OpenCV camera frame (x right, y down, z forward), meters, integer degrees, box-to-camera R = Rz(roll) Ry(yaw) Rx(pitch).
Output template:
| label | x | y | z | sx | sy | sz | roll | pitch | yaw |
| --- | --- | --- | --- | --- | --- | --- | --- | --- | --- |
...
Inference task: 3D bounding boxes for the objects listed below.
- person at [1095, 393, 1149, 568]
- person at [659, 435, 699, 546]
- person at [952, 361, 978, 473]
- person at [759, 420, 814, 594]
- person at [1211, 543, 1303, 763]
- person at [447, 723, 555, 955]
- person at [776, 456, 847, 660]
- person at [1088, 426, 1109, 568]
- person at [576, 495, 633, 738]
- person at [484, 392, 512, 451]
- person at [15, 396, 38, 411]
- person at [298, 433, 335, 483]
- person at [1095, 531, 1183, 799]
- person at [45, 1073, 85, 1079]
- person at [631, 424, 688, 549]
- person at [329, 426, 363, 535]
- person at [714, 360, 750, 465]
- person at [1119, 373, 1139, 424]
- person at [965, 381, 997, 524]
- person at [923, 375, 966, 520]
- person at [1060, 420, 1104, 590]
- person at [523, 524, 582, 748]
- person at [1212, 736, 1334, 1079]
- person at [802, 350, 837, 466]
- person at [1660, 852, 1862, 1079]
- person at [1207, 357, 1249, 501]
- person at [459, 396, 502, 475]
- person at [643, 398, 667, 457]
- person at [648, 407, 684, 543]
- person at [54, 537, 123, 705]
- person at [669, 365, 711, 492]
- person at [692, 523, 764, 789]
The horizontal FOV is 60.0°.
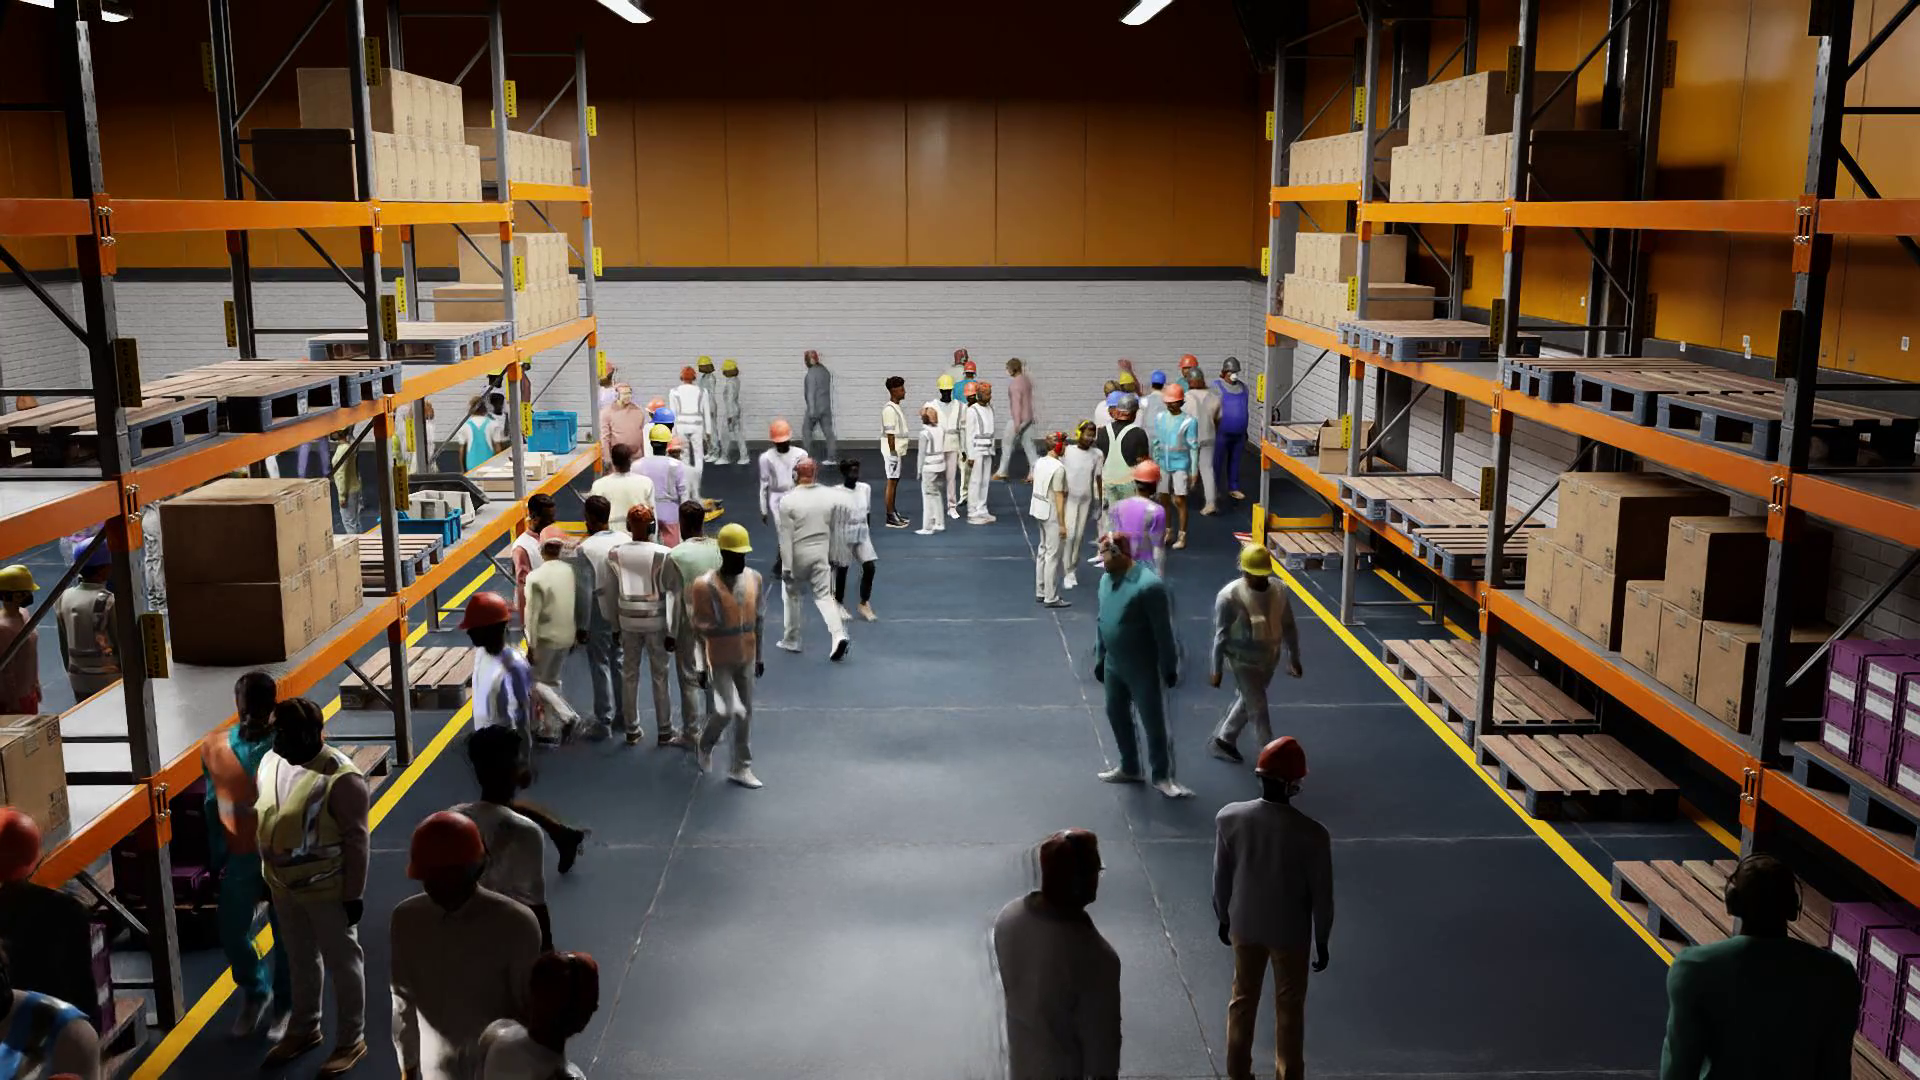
| label | x | y | z | sx | sy | sz | roll | pitch | yaw |
| --- | --- | --- | --- | --- | --- | --- | --- | --- | --- |
| person | 1.907 | -0.661 | 18.947 | 0.683 | 2.000 | 0.537 | 9 | 14 | 38 |
| person | -3.024 | -0.249 | 17.682 | 0.573 | 1.724 | 0.604 | -9 | 14 | -38 |
| person | 0.162 | -1.920 | 25.966 | 0.573 | 1.755 | 0.319 | 3 | 12 | 16 |
| person | -1.885 | -0.400 | 18.081 | 0.627 | 1.878 | 0.953 | -4 | 12 | -21 |
| person | 2.114 | 0.855 | 12.048 | 0.654 | 1.775 | 0.902 | -6 | 13 | -27 |
| person | -1.972 | 1.750 | 7.119 | 0.636 | 1.938 | 0.450 | 8 | 14 | 34 |
| person | -1.369 | 0.162 | 15.247 | 0.653 | 1.875 | 0.901 | -9 | 14 | -37 |
| person | 1.669 | -0.505 | 19.161 | 0.307 | 1.645 | 0.514 | -2 | 11 | -8 |
| person | -2.760 | 0.594 | 12.999 | 0.411 | 1.906 | 0.602 | 5 | 13 | 26 |
| person | -6.294 | -1.200 | 22.610 | 0.533 | 1.671 | 0.717 | -10 | 15 | -41 |
| person | -12.616 | -1.189 | 22.620 | 0.265 | 1.632 | 0.508 | -1 | 11 | -5 |
| person | -9.600 | -1.738 | 24.654 | 0.631 | 1.933 | 0.993 | 3 | 12 | 13 |
| person | 1.243 | 0.875 | 11.703 | 0.416 | 1.865 | 0.806 | -8 | 14 | -36 |
| person | -2.322 | 2.312 | 4.440 | 0.575 | 1.883 | 0.355 | 0 | 11 | 1 |
| person | -3.063 | -0.228 | 17.062 | 0.588 | 1.927 | 0.369 | 1 | 11 | 6 |
| person | -7.065 | -0.548 | 19.099 | 0.339 | 1.761 | 0.524 | -2 | 11 | -10 |
| person | -3.658 | -2.052 | 26.770 | 0.592 | 1.709 | 0.549 | 2 | 11 | 9 |
| person | 2.454 | -1.585 | 24.363 | 0.325 | 1.731 | 0.488 | -5 | 12 | -22 |
| person | 0.273 | -1.143 | 21.791 | 0.345 | 1.878 | 0.572 | 7 | 13 | 32 |
| person | -0.195 | -1.232 | 22.094 | 0.585 | 1.929 | 0.371 | -3 | 12 | -14 |
| person | 1.291 | -0.377 | 18.032 | 0.567 | 1.834 | 0.688 | -2 | 11 | -10 |
| person | -3.080 | 0.746 | 12.691 | 0.513 | 1.717 | 0.589 | 6 | 13 | 29 |
| person | 1.437 | 1.745 | 7.603 | 0.573 | 1.749 | 0.332 | 7 | 13 | 32 |
| person | -2.366 | -2.117 | 26.690 | 0.881 | 1.857 | 0.705 | 6 | 13 | 29 |
| person | 2.731 | 2.020 | 5.776 | 0.627 | 1.934 | 0.371 | 1 | 11 | 6 |
| person | 3.833 | -1.575 | 23.527 | 0.680 | 2.000 | 0.537 | -5 | 12 | -25 |
| person | -5.964 | -0.901 | 20.787 | 0.529 | 1.780 | 1.019 | -2 | 11 | -9 |
| person | -3.785 | -0.912 | 20.929 | 0.327 | 1.752 | 0.563 | -6 | 13 | -28 |
| person | -3.221 | -0.500 | 18.370 | 0.385 | 1.948 | 0.605 | -2 | 11 | -10 |
| person | -5.732 | 0.942 | 11.143 | 0.605 | 1.948 | 0.391 | 4 | 12 | 20 |
| person | -3.896 | -1.582 | 24.021 | 0.581 | 1.866 | 0.660 | -2 | 11 | -11 |
| person | -1.641 | 0.814 | 11.855 | 0.603 | 1.916 | 0.512 | -10 | 15 | -42 |
